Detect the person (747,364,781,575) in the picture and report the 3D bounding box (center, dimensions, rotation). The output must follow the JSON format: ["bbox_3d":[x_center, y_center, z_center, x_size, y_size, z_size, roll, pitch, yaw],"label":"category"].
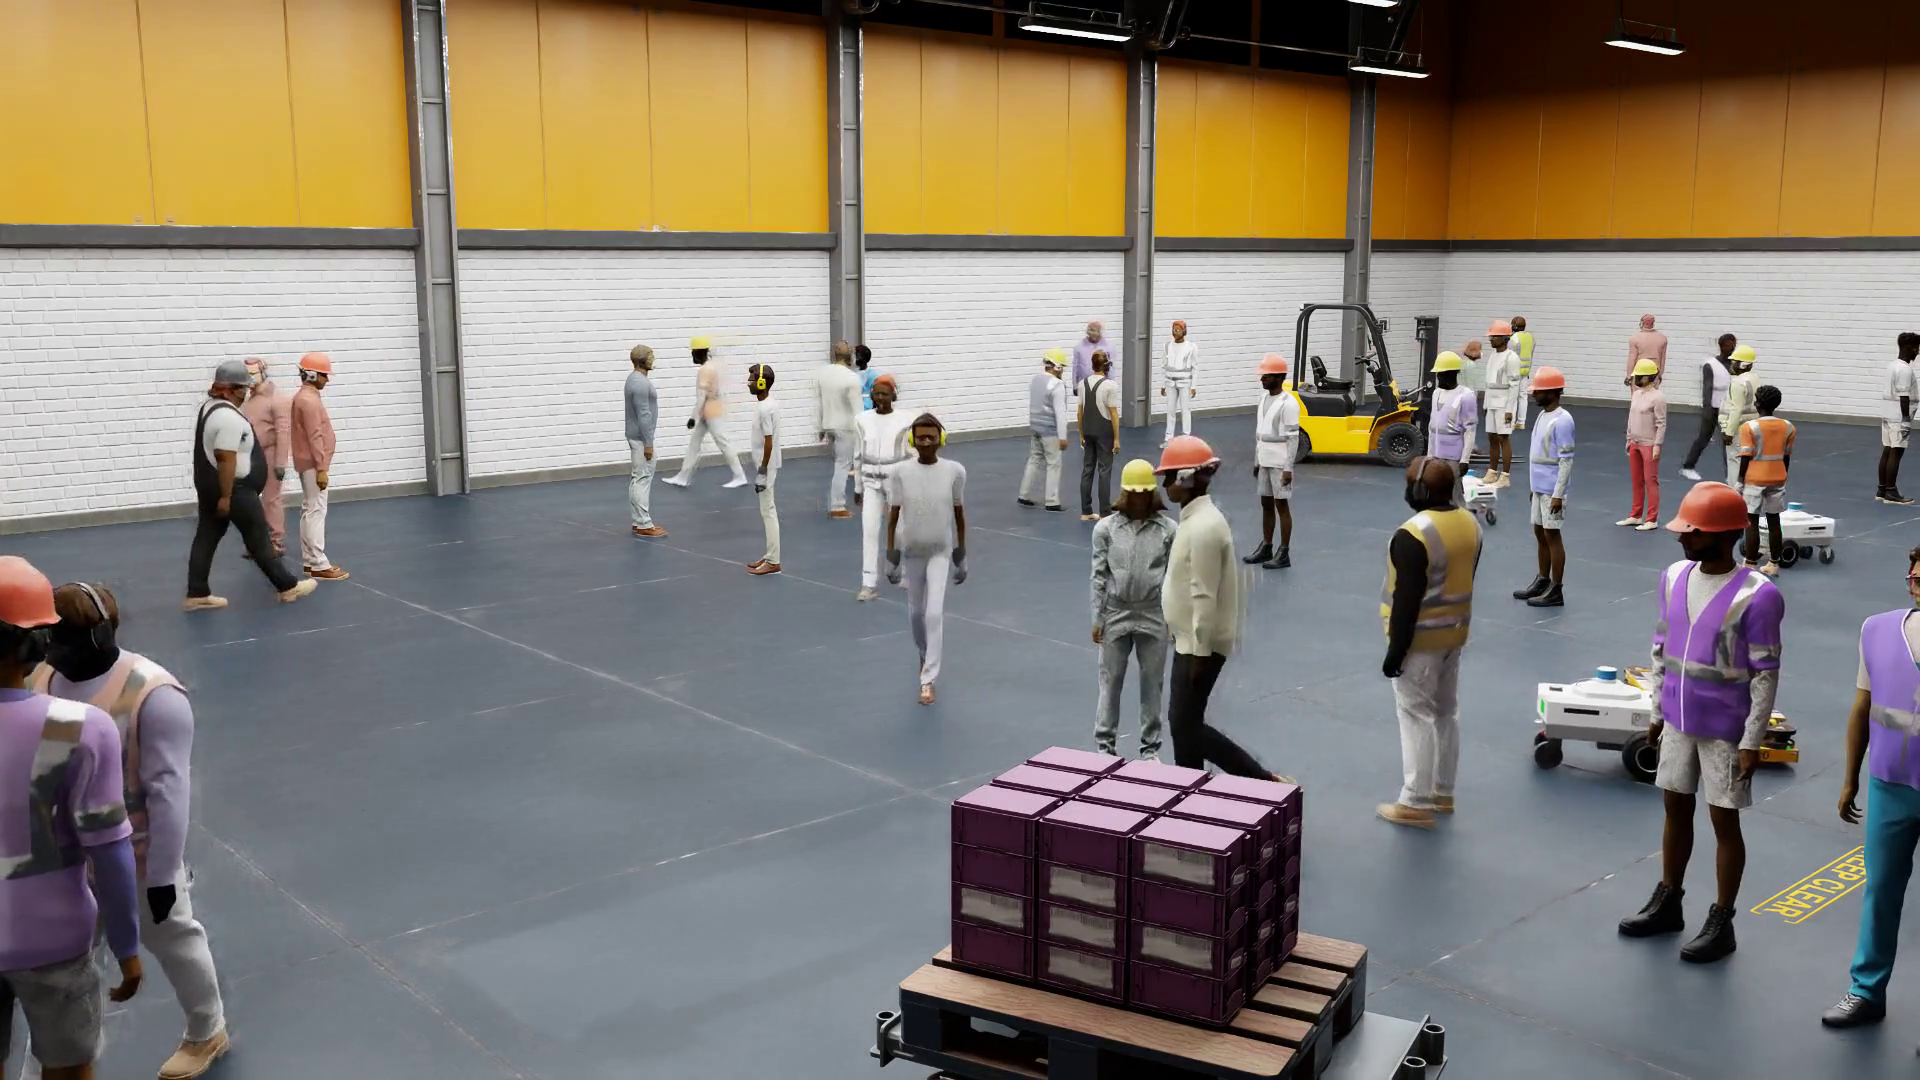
[{"bbox_3d":[-1.748,-0.626,14.752,0.328,1.872,0.512,-1,10,-5],"label":"person"}]

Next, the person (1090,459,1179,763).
[{"bbox_3d":[0.943,0.429,8.949,0.492,1.740,0.324,0,10,0],"label":"person"}]

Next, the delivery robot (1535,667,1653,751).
[{"bbox_3d":[3.543,0.941,9.148,0.707,0.478,0.477,3,10,18],"label":"delivery robot"}]

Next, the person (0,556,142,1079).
[{"bbox_3d":[-2.525,1.053,4.463,0.629,2.034,0.413,-1,10,-9],"label":"person"}]

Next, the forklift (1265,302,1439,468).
[{"bbox_3d":[5.320,-2.157,22.763,2.313,2.155,1.214,3,10,16],"label":"forklift"}]

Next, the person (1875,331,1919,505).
[{"bbox_3d":[10.718,-1.394,18.970,0.367,1.964,0.603,2,10,13],"label":"person"}]

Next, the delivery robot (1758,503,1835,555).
[{"bbox_3d":[7.625,-0.099,15.234,0.707,0.478,0.477,-3,10,-14],"label":"delivery robot"}]

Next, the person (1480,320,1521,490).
[{"bbox_3d":[6.500,-1.628,20.109,0.386,2.045,0.605,-2,10,-11],"label":"person"}]

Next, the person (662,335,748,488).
[{"bbox_3d":[-3.075,-1.544,20.164,1.041,1.863,0.590,-2,10,-10],"label":"person"}]

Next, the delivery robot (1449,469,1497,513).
[{"bbox_3d":[5.361,-0.506,17.619,0.477,0.478,0.707,-3,10,-17],"label":"delivery robot"}]

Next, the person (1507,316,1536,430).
[{"bbox_3d":[9.007,-2.698,26.966,0.625,1.844,0.429,-6,11,-32],"label":"person"}]

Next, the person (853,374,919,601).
[{"bbox_3d":[-0.612,-0.460,13.853,0.592,1.851,0.880,3,10,14],"label":"person"}]

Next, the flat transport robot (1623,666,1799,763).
[{"bbox_3d":[4.403,1.009,9.853,0.652,0.197,1.431,2,10,10],"label":"flat transport robot"}]

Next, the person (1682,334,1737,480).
[{"bbox_3d":[9.410,-1.628,20.643,0.611,1.872,1.015,-4,10,-21],"label":"person"}]

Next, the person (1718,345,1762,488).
[{"bbox_3d":[8.621,-1.240,18.443,0.404,1.837,0.594,9,13,42],"label":"person"}]

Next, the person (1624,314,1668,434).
[{"bbox_3d":[10.797,-2.610,26.254,0.636,1.911,0.405,-1,10,-8],"label":"person"}]

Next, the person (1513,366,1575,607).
[{"bbox_3d":[4.712,-0.428,13.401,0.369,1.933,0.551,0,10,-1],"label":"person"}]

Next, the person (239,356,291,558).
[{"bbox_3d":[-6.467,-0.743,15.344,0.681,1.893,0.459,4,10,22],"label":"person"}]

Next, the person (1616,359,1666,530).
[{"bbox_3d":[7.028,-0.980,17.130,0.329,1.765,0.533,-2,10,-12],"label":"person"}]

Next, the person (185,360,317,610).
[{"bbox_3d":[-5.760,-0.468,13.327,1.016,2.000,0.696,-9,13,-42],"label":"person"}]

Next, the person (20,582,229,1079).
[{"bbox_3d":[-2.763,1.018,5.364,0.645,1.793,0.984,2,10,13],"label":"person"}]

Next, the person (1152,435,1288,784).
[{"bbox_3d":[1.204,0.489,7.934,0.600,1.968,0.640,0,10,1],"label":"person"}]

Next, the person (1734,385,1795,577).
[{"bbox_3d":[7.020,-0.507,14.558,0.540,1.695,0.317,-2,10,-14],"label":"person"}]

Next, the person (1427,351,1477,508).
[{"bbox_3d":[4.601,-0.819,15.721,0.385,1.922,0.594,-4,10,-20],"label":"person"}]

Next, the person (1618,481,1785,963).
[{"bbox_3d":[2.977,0.723,6.664,0.376,1.934,0.547,-5,11,-26],"label":"person"}]

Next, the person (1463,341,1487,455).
[{"bbox_3d":[7.194,-2.009,23.554,0.528,1.619,0.512,4,10,21],"label":"person"}]

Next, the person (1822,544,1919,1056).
[{"bbox_3d":[3.438,0.897,5.901,0.373,1.843,0.569,-8,12,-38],"label":"person"}]

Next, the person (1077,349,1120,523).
[{"bbox_3d":[1.468,-1.081,17.484,0.514,1.843,0.333,9,13,42],"label":"person"}]

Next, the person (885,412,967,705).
[{"bbox_3d":[-0.218,0.075,10.763,0.518,1.840,0.888,1,10,5],"label":"person"}]

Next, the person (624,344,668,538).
[{"bbox_3d":[-3.172,-0.992,16.693,0.372,1.940,0.629,-3,10,-18],"label":"person"}]

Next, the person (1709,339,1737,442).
[{"bbox_3d":[11.567,-2.278,25.176,0.702,1.613,0.533,-3,10,-16],"label":"person"}]

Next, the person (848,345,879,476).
[{"bbox_3d":[-1.215,-1.627,21.111,0.322,1.697,0.534,-7,12,-37],"label":"person"}]

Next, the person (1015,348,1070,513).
[{"bbox_3d":[0.939,-1.195,18.269,0.515,1.808,0.702,-6,11,-31],"label":"person"}]

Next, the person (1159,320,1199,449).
[{"bbox_3d":[3.183,-2.248,24.209,0.575,1.883,0.362,7,12,35],"label":"person"}]

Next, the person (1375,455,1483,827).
[{"bbox_3d":[2.307,0.495,8.277,0.631,1.841,0.429,-9,13,-42],"label":"person"}]

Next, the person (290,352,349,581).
[{"bbox_3d":[-5.603,-0.640,14.494,0.393,1.986,0.609,-6,11,-30],"label":"person"}]

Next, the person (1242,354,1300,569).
[{"bbox_3d":[2.823,-0.707,15.024,0.375,1.939,0.546,-4,11,-23],"label":"person"}]

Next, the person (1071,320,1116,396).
[{"bbox_3d":[1.979,-2.332,24.705,0.656,1.884,0.766,0,10,2],"label":"person"}]

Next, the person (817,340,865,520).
[{"bbox_3d":[-1.218,-1.176,17.816,0.566,1.917,0.664,-9,13,-41],"label":"person"}]
